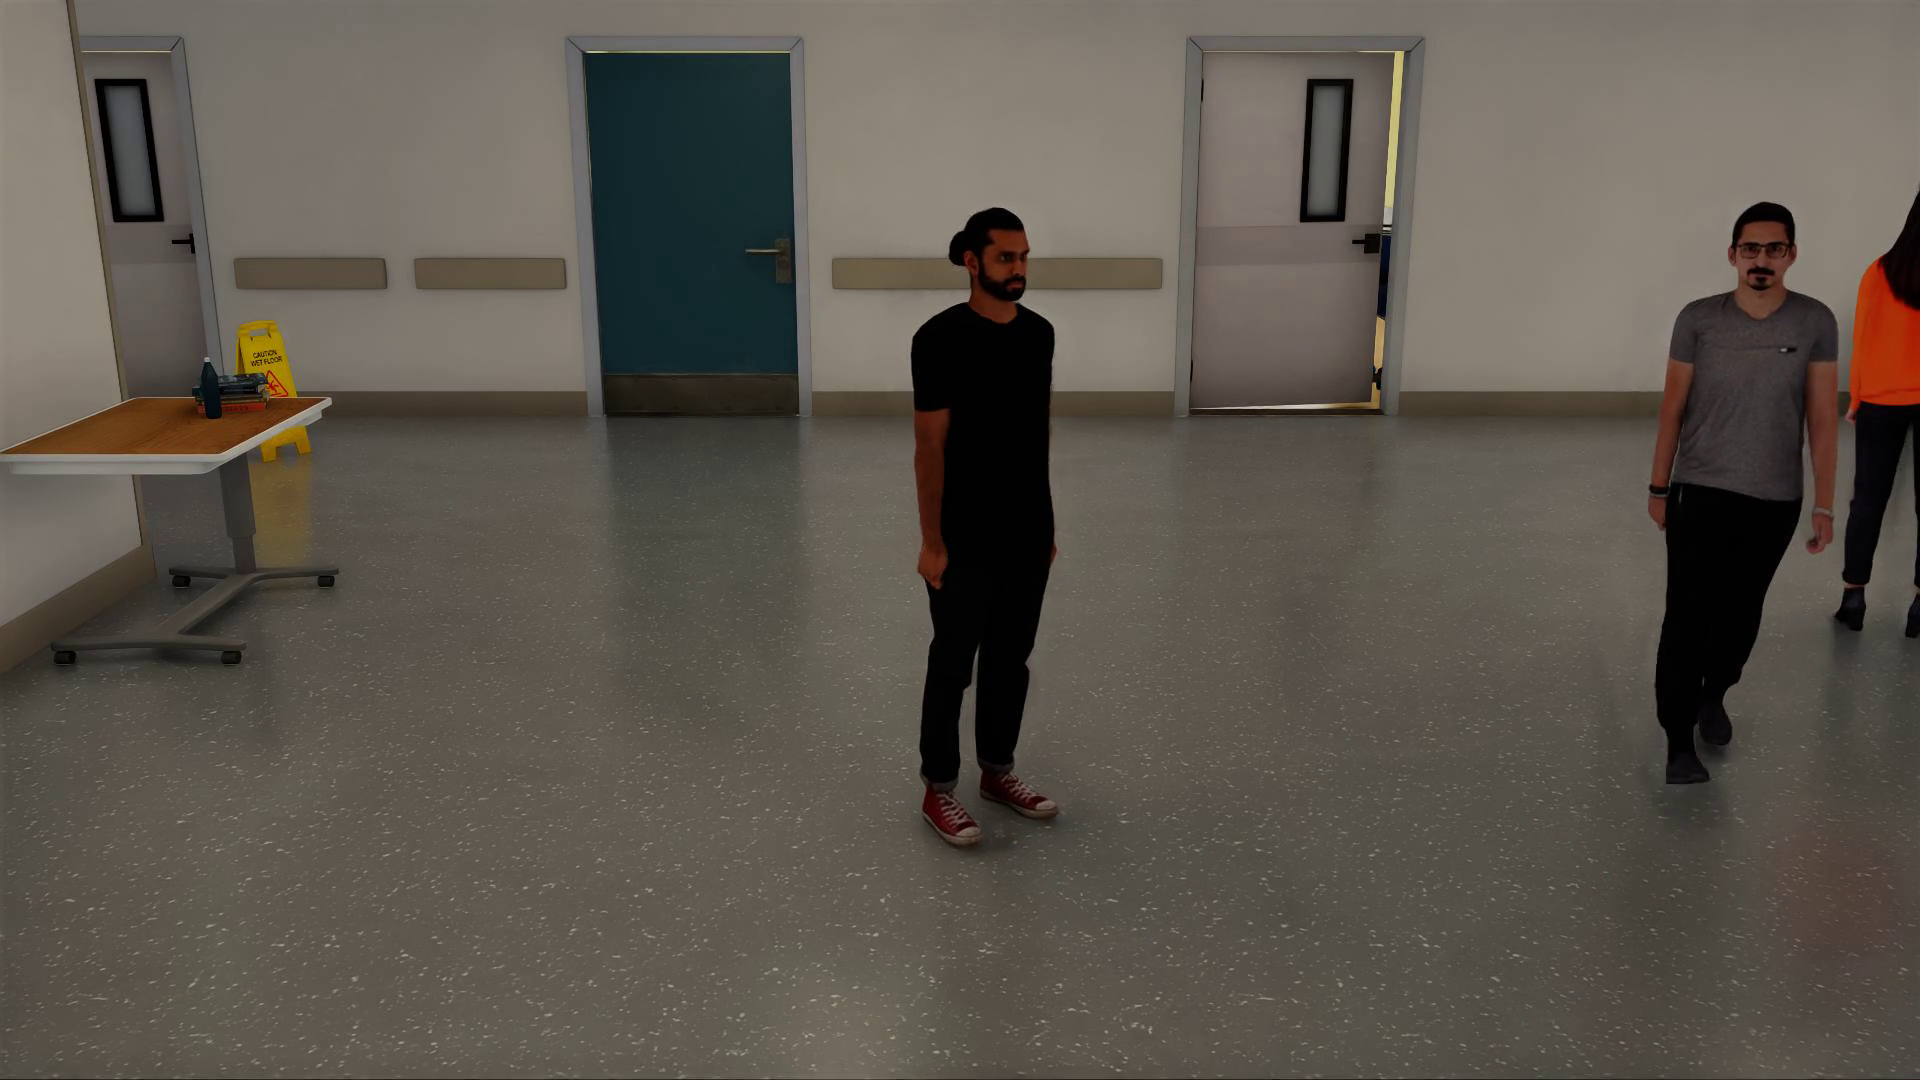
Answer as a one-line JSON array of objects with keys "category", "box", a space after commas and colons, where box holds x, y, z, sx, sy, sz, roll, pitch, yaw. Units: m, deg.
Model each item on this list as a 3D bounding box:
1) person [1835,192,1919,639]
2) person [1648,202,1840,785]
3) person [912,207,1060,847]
[{"category": "person", "box": [3.609, -0.499, 6.299, 0.647, 1.749, 0.765, 8, 18, 27]}, {"category": "person", "box": [2.369, -0.140, 5.097, 1.115, 1.709, 0.859, 4, 16, 13]}, {"category": "person", "box": [0.074, -0.037, 4.646, 0.684, 1.756, 0.765, -13, 20, -38]}]
